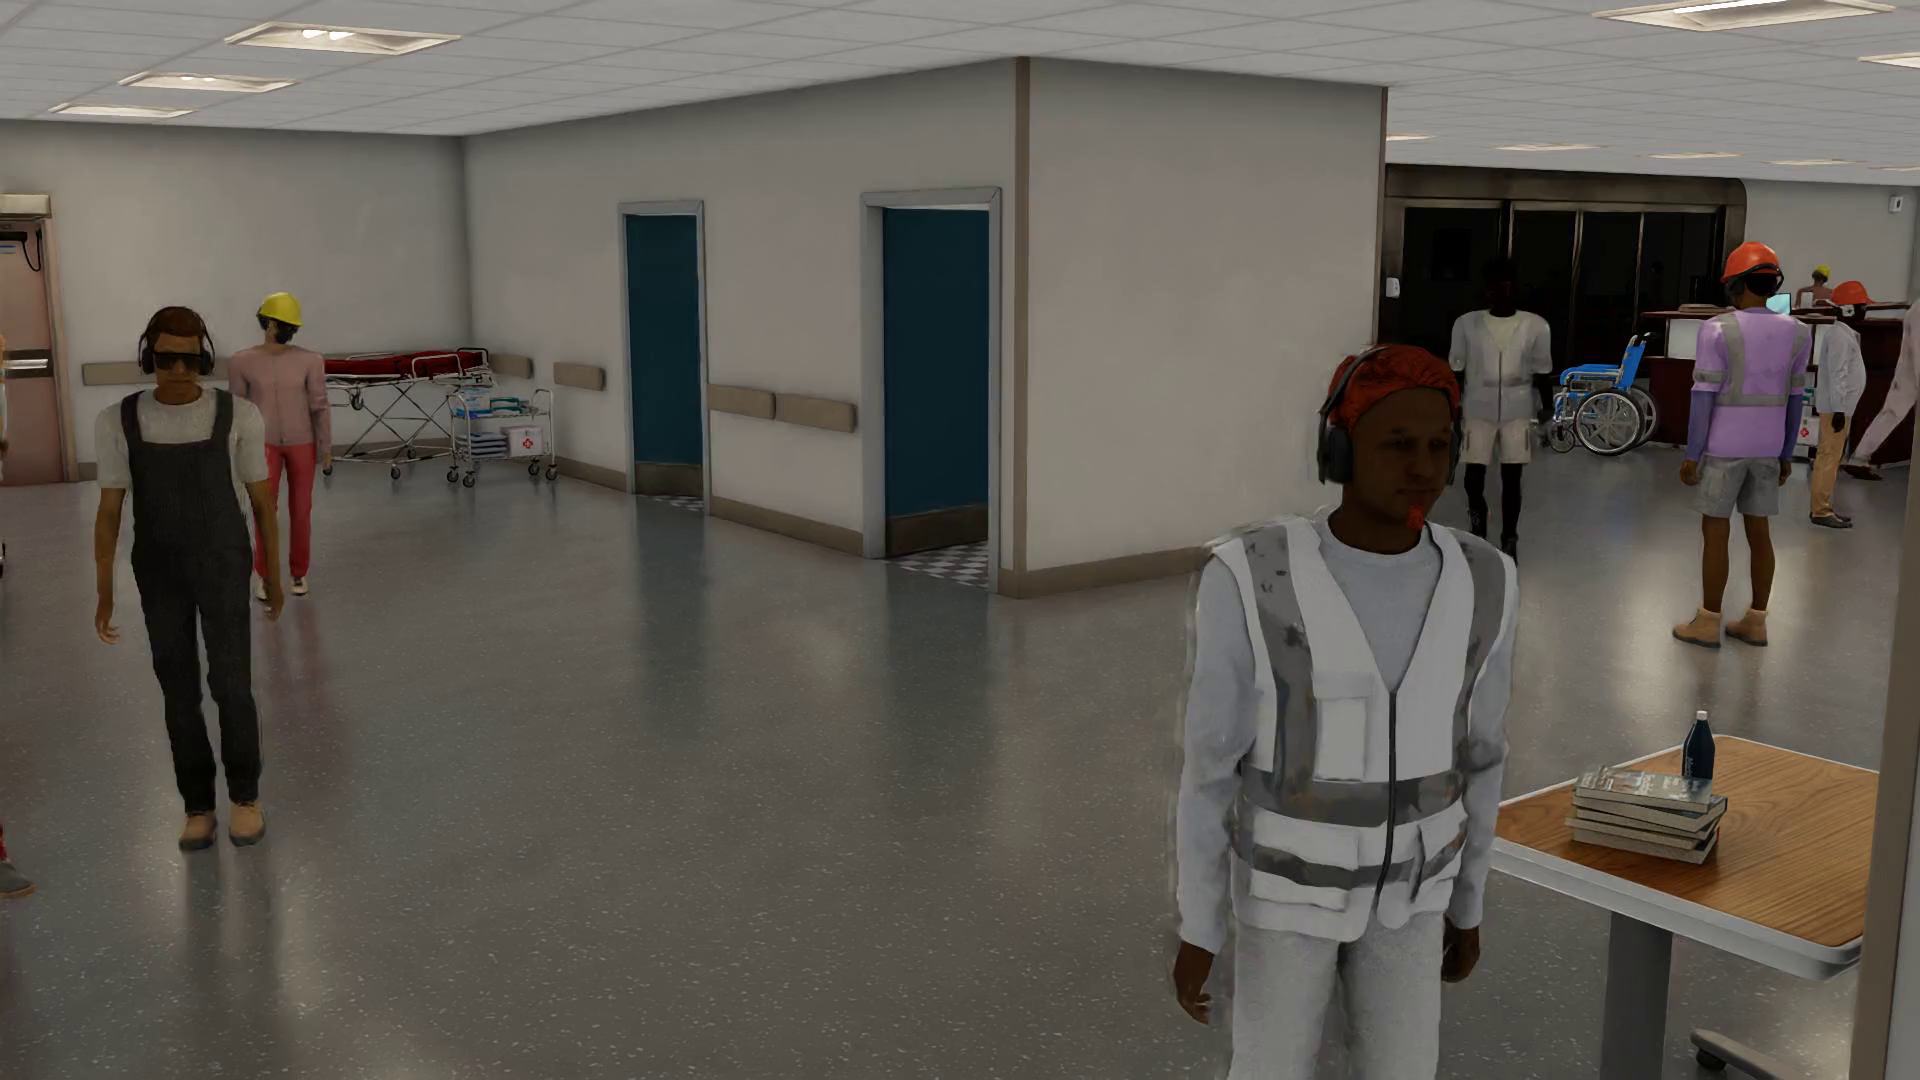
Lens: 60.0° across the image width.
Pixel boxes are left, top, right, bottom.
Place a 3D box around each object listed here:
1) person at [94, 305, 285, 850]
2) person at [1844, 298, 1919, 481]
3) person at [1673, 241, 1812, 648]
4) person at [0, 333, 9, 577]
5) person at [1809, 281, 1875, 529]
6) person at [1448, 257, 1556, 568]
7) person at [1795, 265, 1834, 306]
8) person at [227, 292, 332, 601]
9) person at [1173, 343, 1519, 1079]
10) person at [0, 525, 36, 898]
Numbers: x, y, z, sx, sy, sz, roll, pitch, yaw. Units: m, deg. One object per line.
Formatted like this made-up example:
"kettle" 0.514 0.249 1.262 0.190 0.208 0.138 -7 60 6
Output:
"person" -2.532 0.144 5.487 0.532 1.818 0.476 -3 10 -14
"person" 8.056 -1.374 13.948 0.659 1.848 1.054 -10 14 -44
"person" 3.913 -0.469 8.361 0.610 2.031 0.417 -2 10 -12
"person" -5.782 -0.640 9.679 0.706 1.906 0.538 8 13 37
"person" 6.292 -0.967 11.890 0.321 1.755 0.566 5 11 26
"person" 3.432 -0.814 10.546 0.698 1.942 0.600 3 10 14
"person" 12.128 -3.036 23.613 0.530 1.703 0.926 7 12 35
"person" -3.836 -0.520 9.429 0.547 1.733 0.536 -5 11 -26
"person" 0.614 0.584 2.891 0.609 1.868 0.654 -2 10 -12
"person" -3.312 0.140 5.232 0.871 1.943 0.626 8 13 39
